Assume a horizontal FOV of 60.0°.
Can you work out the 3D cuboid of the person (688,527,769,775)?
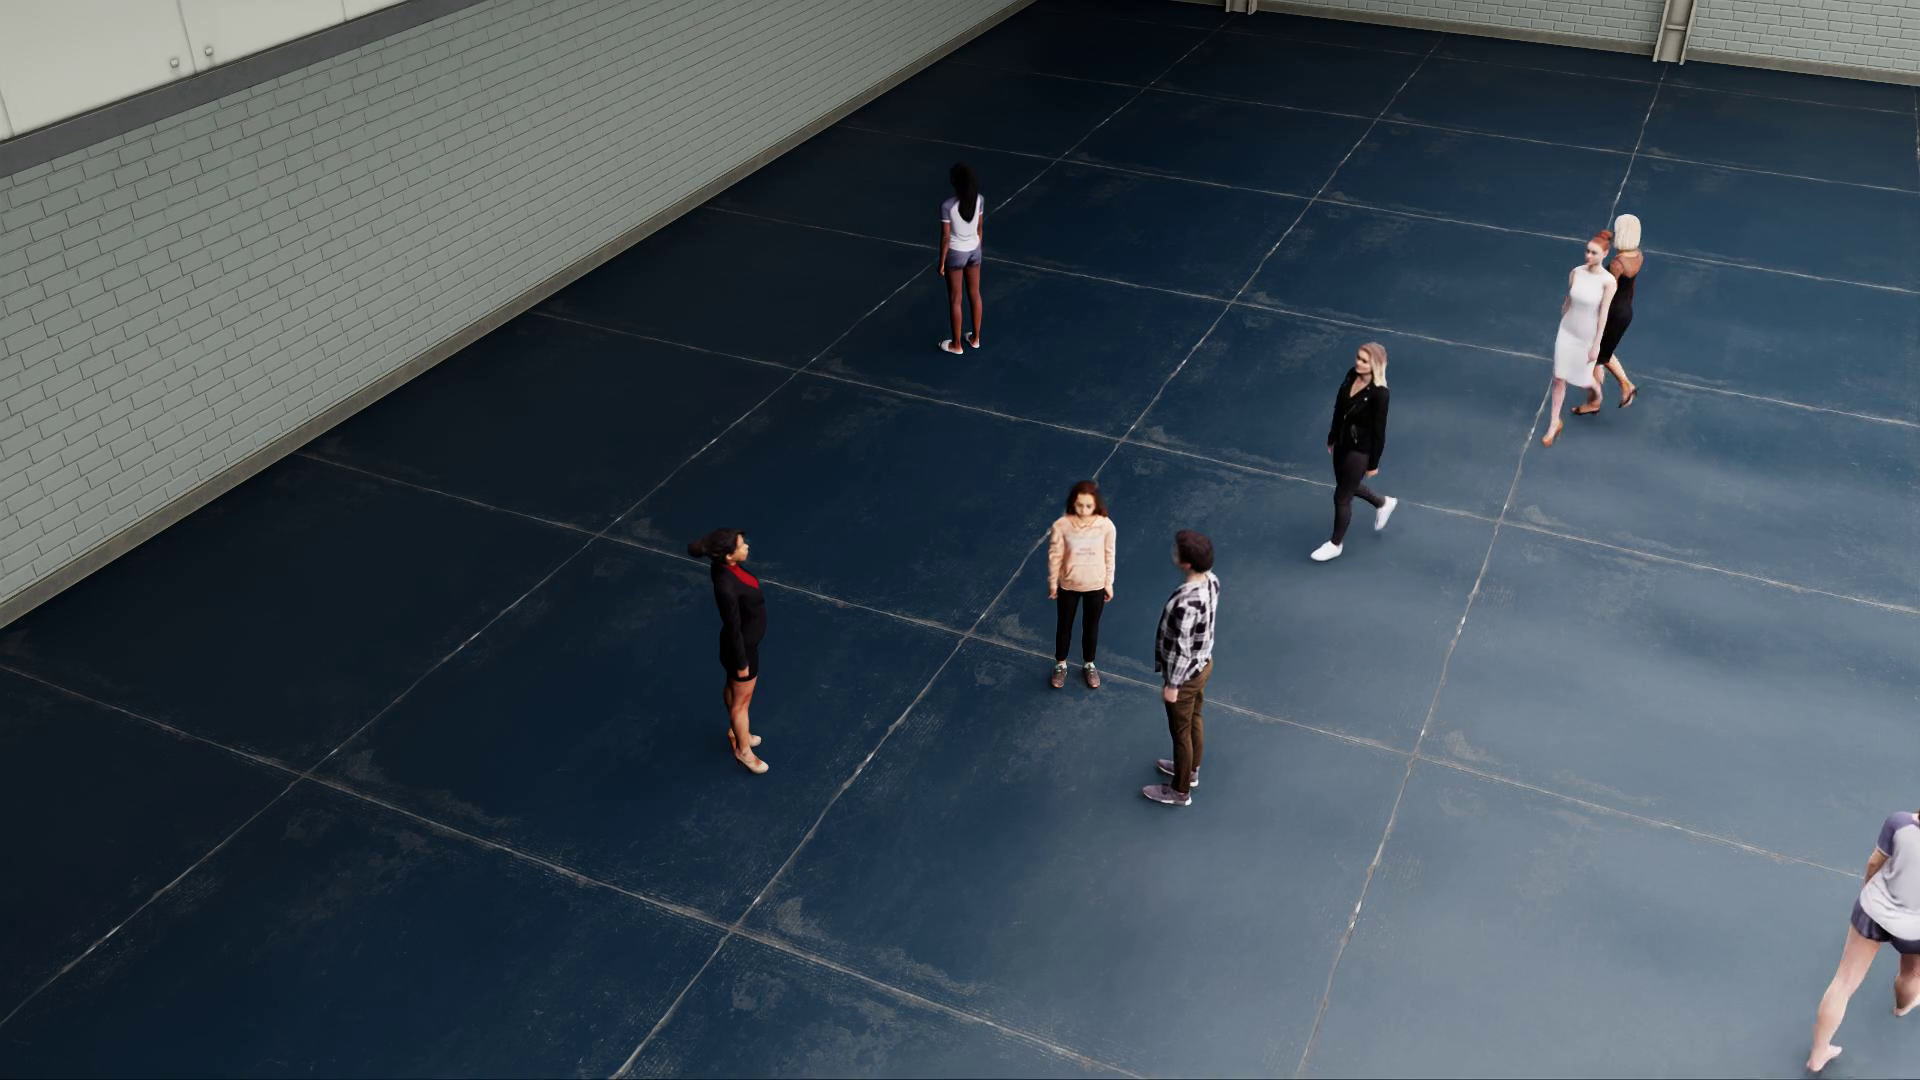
[{"bbox_3d":[-1.289,0.634,9.677,0.772,1.636,0.711,-7,33,-12],"label":"person"}]

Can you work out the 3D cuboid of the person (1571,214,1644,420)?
[{"bbox_3d":[5.317,-1.744,13.356,0.819,1.732,0.728,24,40,33],"label":"person"}]

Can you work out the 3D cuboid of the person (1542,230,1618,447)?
[{"bbox_3d":[4.923,-1.574,13.045,0.886,1.776,0.940,-22,39,-31],"label":"person"}]

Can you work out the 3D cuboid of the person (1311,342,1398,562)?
[{"bbox_3d":[2.844,-0.642,11.670,1.041,1.668,1.006,-14,35,-20],"label":"person"}]

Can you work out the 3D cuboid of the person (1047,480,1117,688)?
[{"bbox_3d":[0.762,0.270,10.396,0.576,1.484,0.702,0,32,0],"label":"person"}]

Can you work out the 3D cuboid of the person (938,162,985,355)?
[{"bbox_3d":[0.016,-2.463,14.500,0.700,1.728,0.717,-21,38,-30],"label":"person"}]

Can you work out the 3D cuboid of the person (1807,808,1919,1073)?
[{"bbox_3d":[4.299,1.813,7.725,0.980,1.725,1.118,-23,39,-32],"label":"person"}]

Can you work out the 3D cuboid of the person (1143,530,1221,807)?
[{"bbox_3d":[1.285,0.719,9.384,0.520,1.804,0.622,15,35,22],"label":"person"}]
